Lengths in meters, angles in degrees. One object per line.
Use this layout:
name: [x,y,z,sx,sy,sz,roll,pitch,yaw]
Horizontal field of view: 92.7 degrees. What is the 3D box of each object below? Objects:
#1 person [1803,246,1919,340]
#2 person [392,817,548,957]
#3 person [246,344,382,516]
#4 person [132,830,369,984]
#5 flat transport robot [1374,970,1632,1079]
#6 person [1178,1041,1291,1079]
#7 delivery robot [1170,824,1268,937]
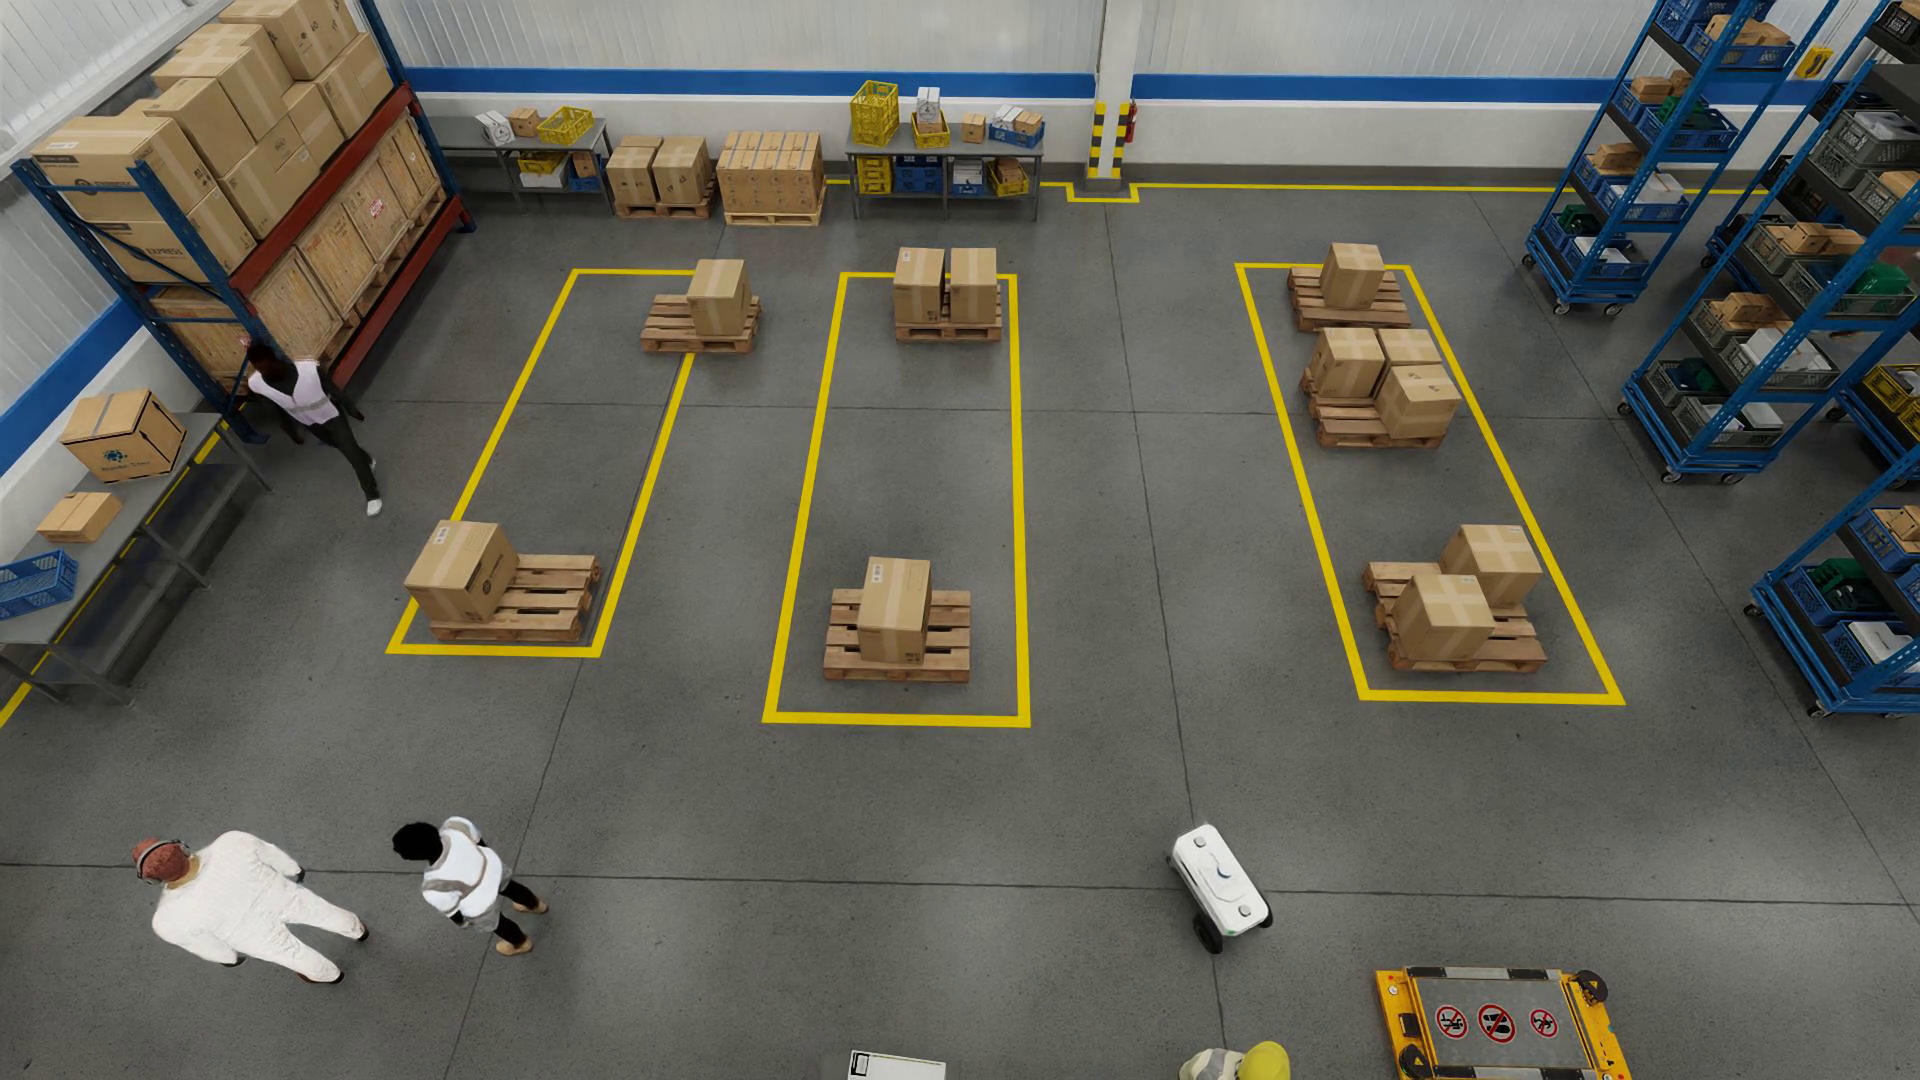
person: [9.744,-2.889,9.733,0.633,1.980,0.539,-36,59,-26]
person: [-3.056,2.175,5.785,0.320,1.691,0.542,-1,51,-1]
person: [-5.820,-1.061,8.317,0.609,1.858,0.925,-13,52,-10]
person: [-4.309,2.251,5.586,0.403,1.906,0.652,12,52,10]
flat transport robot: [3.501,3.133,5.914,1.431,0.197,0.652,1,51,1]
person: [1.461,3.047,4.984,0.590,1.833,0.404,26,55,20]
delivery robot: [1.780,2.346,6.316,0.477,0.478,0.707,-20,54,-16]
